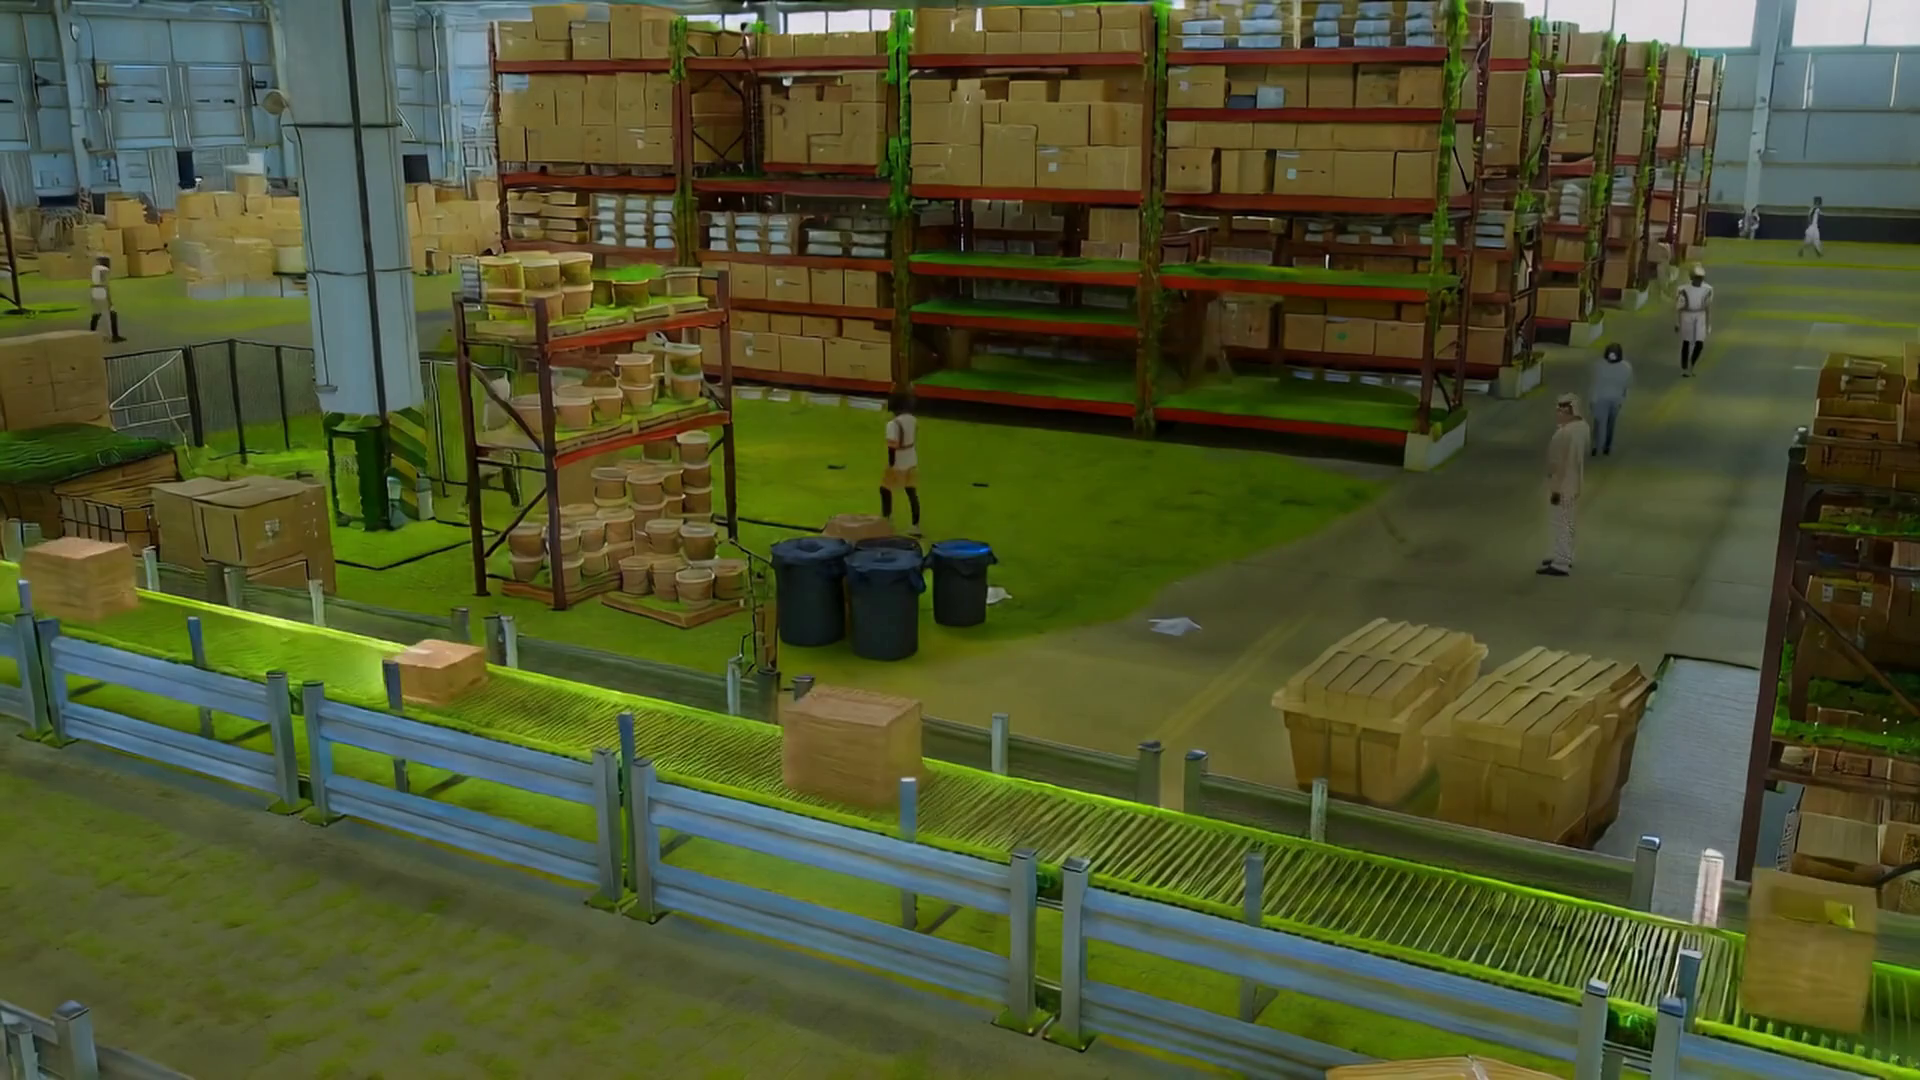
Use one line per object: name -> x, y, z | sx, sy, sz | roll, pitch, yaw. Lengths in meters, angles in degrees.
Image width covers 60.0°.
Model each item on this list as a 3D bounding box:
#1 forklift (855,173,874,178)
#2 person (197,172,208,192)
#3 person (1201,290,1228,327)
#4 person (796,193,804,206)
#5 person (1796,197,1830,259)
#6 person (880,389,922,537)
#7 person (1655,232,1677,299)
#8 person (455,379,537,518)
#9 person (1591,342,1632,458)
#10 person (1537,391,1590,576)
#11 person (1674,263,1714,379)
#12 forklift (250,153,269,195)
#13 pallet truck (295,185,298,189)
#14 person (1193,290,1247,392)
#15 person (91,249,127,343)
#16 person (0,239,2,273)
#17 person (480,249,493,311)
forklift -> -3.452, -12.630, 60.579 | 1.873, 2.768, 1.129 | 8, 17, 28
person -> -30.955, -14.137, 68.162 | 1.021, 1.889, 0.557 | -11, 19, -37
person -> 5.307, -4.984, 33.765 | 1.045, 1.887, 0.627 | 13, 19, 39
person -> -5.336, -11.125, 56.834 | 0.589, 1.891, 0.914 | 4, 15, 14
person -> 26.272, -9.574, 51.018 | 0.971, 1.872, 0.644 | 5, 16, 18
person -> -0.722, -0.859, 18.639 | 0.695, 1.666, 0.551 | 9, 17, 31
person -> 17.313, -6.727, 40.781 | 0.619, 1.619, 0.408 | -6, 16, -23
person -> -5.516, -1.072, 19.502 | 0.903, 1.644, 0.534 | -5, 16, -18
person -> 8.877, -1.906, 22.739 | 0.503, 1.592, 0.812 | 6, 16, 22
person -> 6.219, -0.581, 17.164 | 0.400, 1.907, 0.673 | 9, 17, 29
person -> 12.819, -3.816, 29.082 | 0.631, 2.023, 0.431 | 3, 15, 12
forklift -> -25.800, -12.825, 61.311 | 1.873, 2.768, 1.129 | -8, 17, -29
pallet truck -> -26.804, -14.617, 69.738 | 1.885, 1.965, 0.823 | -14, 20, -42
person -> 4.246, -3.289, 27.437 | 1.000, 1.854, 0.649 | 3, 15, 10
person -> -17.178, -4.848, 33.283 | 0.549, 1.880, 0.717 | 6, 16, 23
person -> -27.323, -8.456, 46.870 | 0.514, 1.843, 0.327 | -5, 16, -20
person -> -9.200, -4.741, 32.686 | 0.372, 1.959, 0.603 | -1, 15, -3
